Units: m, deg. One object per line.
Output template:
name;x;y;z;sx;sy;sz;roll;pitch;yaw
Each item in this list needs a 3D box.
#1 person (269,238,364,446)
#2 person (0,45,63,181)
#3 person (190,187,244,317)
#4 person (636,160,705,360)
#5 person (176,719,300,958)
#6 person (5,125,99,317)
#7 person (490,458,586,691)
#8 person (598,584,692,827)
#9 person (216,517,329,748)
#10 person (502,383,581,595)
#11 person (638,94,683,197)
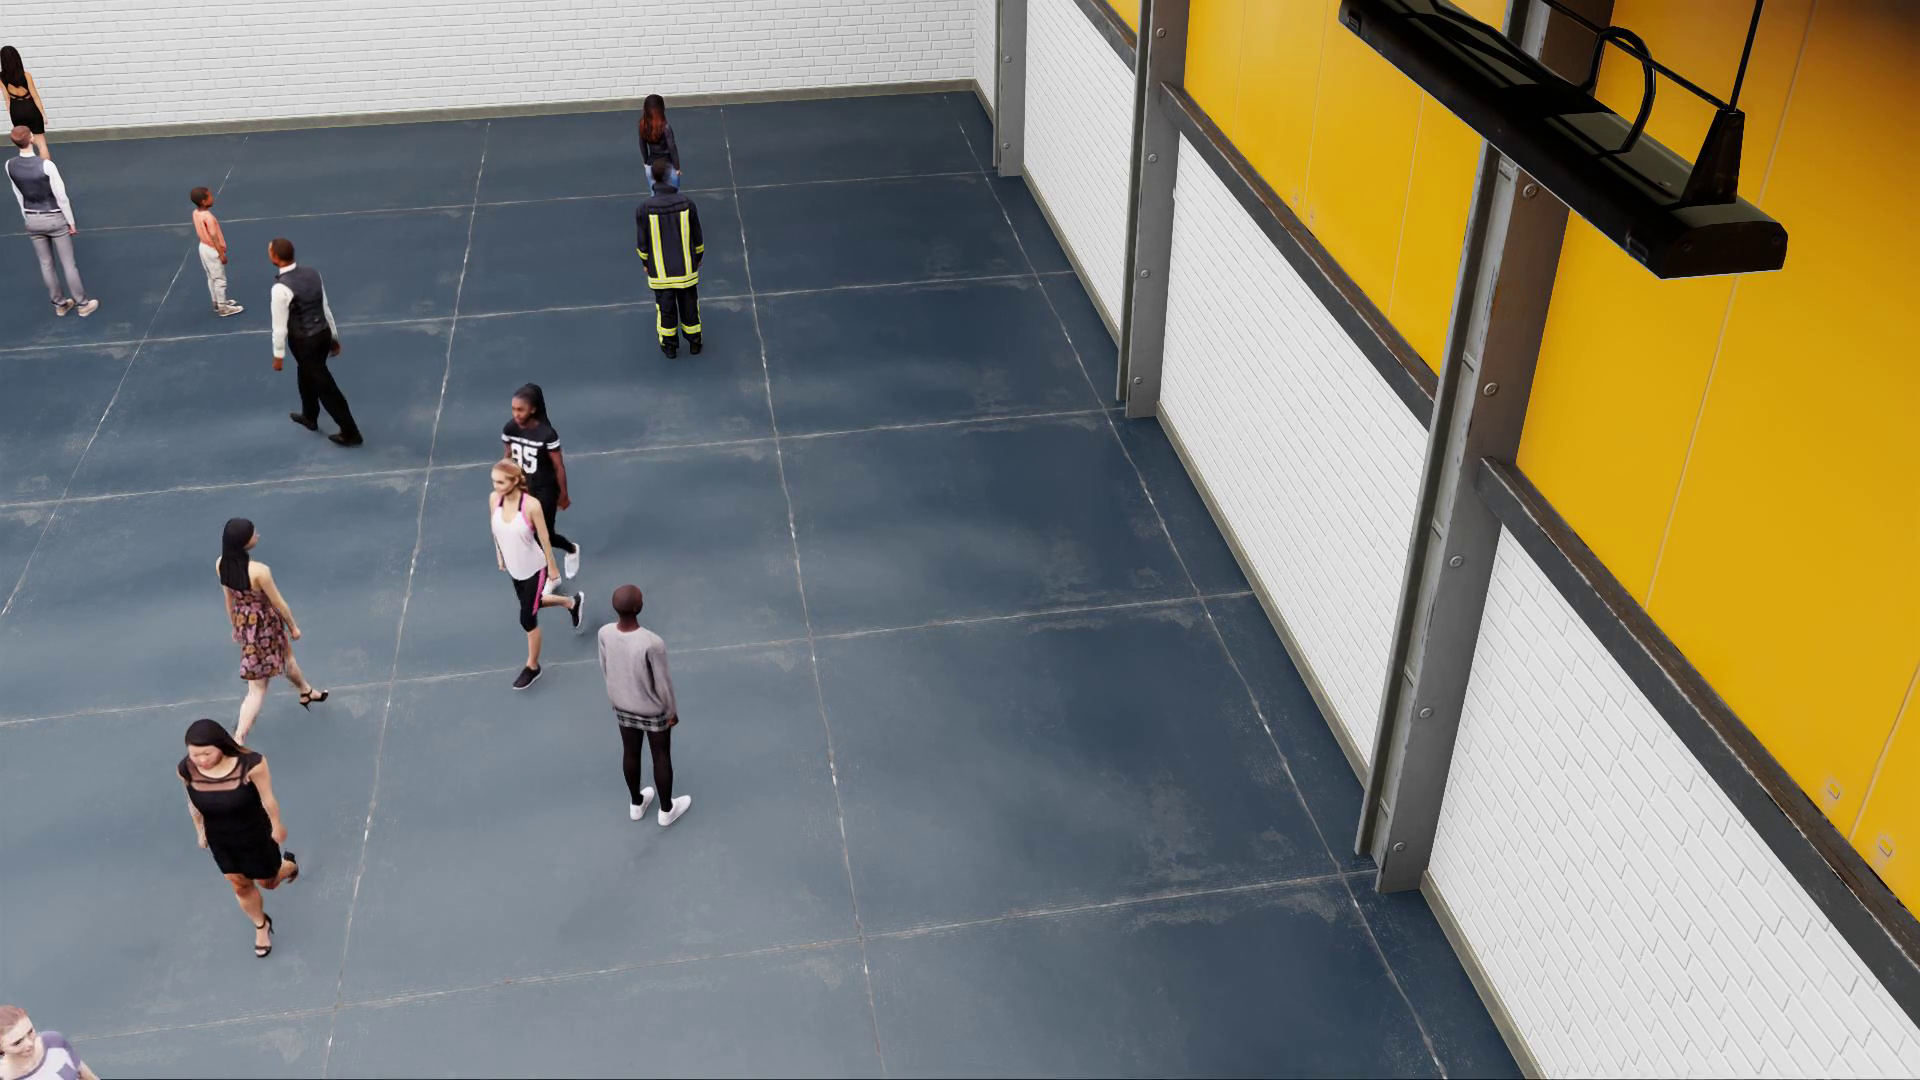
person;-5.473;-1.648;14.206;1.105;1.885;1.145;11;35;16
person;-10.852;-4.915;19.337;0.556;1.648;0.477;-5;34;-7
person;-7.469;-2.879;16.582;0.606;1.306;0.529;-27;42;-34
person;-2.720;-2.643;15.671;0.822;1.922;0.707;-10;35;-15
person;-4.063;1.618;9.460;0.710;1.700;0.872;-1;34;-2
person;-9.028;-3.150;16.423;0.667;1.934;0.600;-1;34;-2
person;-2.954;0.149;11.614;1.027;1.762;1.149;17;37;24
person;-1.983;1.019;10.297;0.693;1.771;0.687;11;35;16
person;-4.600;0.685;10.832;1.049;1.735;1.278;12;35;17
person;-3.122;-0.386;12.459;0.788;1.717;0.860;12;36;18
person;-3.227;-4.024;18.008;0.721;1.634;0.764;18;38;25
